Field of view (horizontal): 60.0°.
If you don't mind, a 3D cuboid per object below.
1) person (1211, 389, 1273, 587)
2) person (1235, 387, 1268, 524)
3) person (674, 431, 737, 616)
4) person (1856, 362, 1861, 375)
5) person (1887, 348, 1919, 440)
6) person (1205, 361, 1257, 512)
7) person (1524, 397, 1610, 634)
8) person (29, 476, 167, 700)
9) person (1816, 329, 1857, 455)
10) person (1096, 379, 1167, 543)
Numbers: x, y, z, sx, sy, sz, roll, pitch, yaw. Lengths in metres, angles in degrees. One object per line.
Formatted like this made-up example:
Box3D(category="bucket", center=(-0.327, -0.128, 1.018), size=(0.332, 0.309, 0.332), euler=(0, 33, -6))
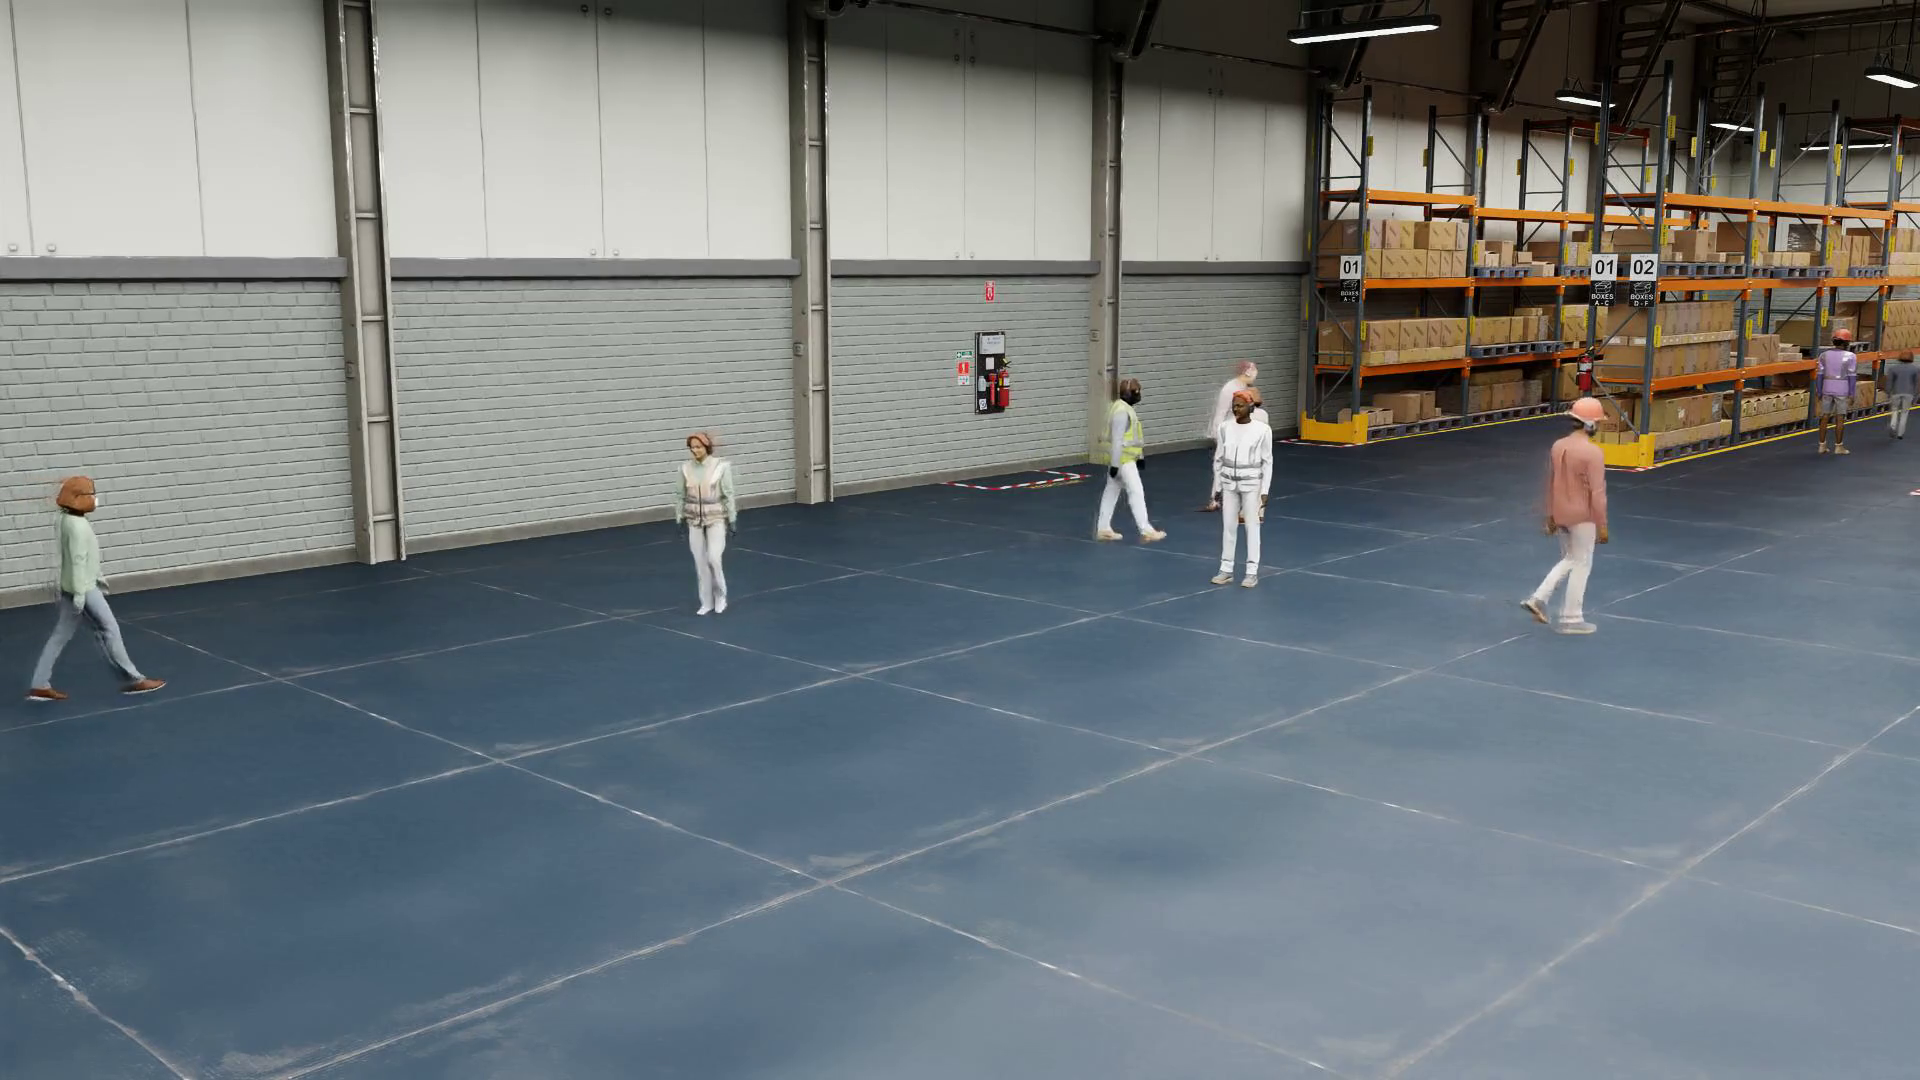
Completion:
Box3D(category="person", center=(2.683, -0.492, 15.837), size=(0.574, 1.881, 0.357), euler=(6, 11, 34))
Box3D(category="person", center=(3.441, -0.998, 19.719), size=(0.506, 1.623, 0.298), euler=(-6, 11, -32))
Box3D(category="person", center=(-2.217, -0.138, 14.442), size=(0.550, 1.622, 0.395), euler=(2, 10, 15))
Box3D(category="person", center=(20.341, -4.142, 38.042), size=(0.988, 1.902, 0.621), euler=(-1, 9, -9))
Box3D(category="person", center=(16.574, -2.555, 29.202), size=(0.513, 1.614, 0.427), euler=(7, 12, 37))
Box3D(category="person", center=(3.393, -1.273, 20.650), size=(0.805, 1.873, 0.417), euler=(-9, 13, -42))
Box3D(category="person", center=(5.065, -0.192, 13.719), size=(0.486, 1.974, 0.621), euler=(-2, 9, -11))
Box3D(category="person", center=(-6.140, 0.337, 11.669), size=(0.858, 1.588, 0.500), euler=(-7, 12, -36))
Box3D(category="person", center=(14.188, -2.391, 26.922), size=(0.397, 2.043, 0.609), euler=(-7, 11, -35))
Box3D(category="person", center=(1.924, -0.874, 18.383), size=(0.887, 1.802, 0.652), euler=(1, 9, 4))
